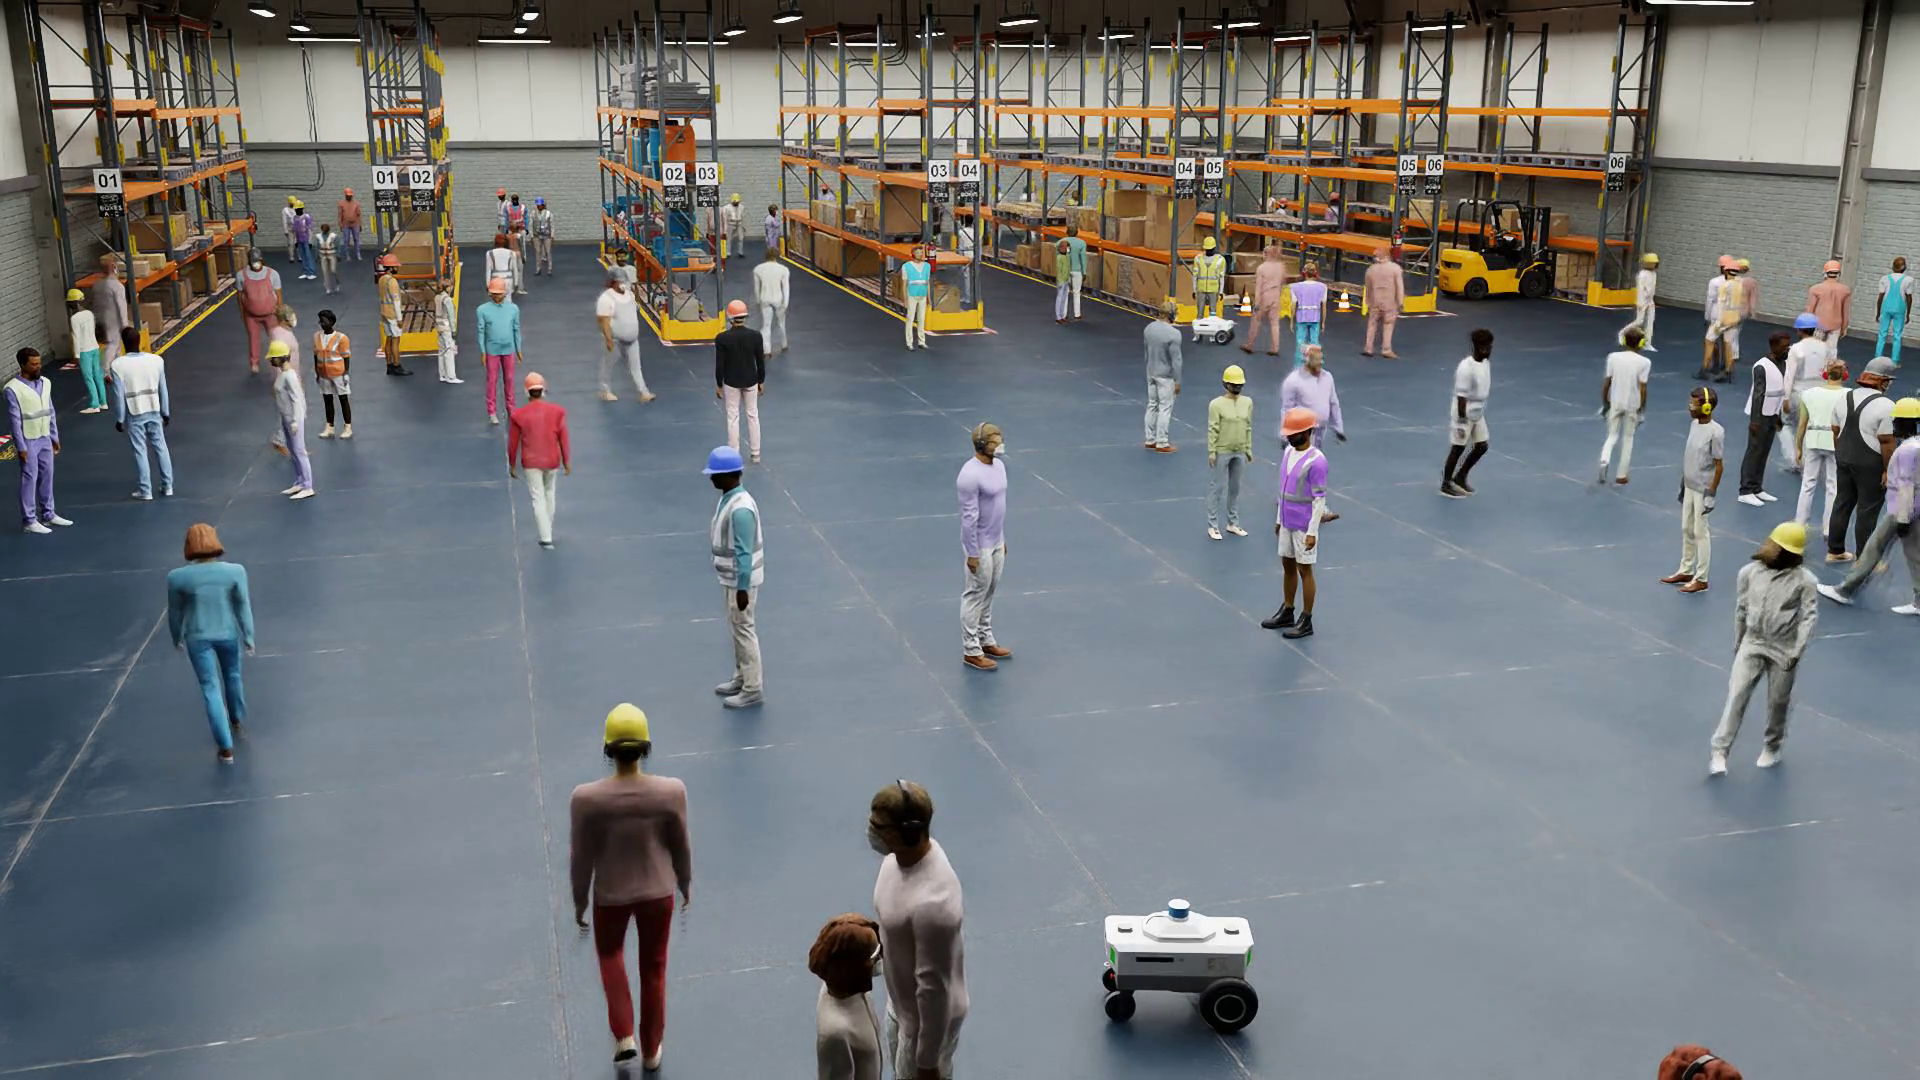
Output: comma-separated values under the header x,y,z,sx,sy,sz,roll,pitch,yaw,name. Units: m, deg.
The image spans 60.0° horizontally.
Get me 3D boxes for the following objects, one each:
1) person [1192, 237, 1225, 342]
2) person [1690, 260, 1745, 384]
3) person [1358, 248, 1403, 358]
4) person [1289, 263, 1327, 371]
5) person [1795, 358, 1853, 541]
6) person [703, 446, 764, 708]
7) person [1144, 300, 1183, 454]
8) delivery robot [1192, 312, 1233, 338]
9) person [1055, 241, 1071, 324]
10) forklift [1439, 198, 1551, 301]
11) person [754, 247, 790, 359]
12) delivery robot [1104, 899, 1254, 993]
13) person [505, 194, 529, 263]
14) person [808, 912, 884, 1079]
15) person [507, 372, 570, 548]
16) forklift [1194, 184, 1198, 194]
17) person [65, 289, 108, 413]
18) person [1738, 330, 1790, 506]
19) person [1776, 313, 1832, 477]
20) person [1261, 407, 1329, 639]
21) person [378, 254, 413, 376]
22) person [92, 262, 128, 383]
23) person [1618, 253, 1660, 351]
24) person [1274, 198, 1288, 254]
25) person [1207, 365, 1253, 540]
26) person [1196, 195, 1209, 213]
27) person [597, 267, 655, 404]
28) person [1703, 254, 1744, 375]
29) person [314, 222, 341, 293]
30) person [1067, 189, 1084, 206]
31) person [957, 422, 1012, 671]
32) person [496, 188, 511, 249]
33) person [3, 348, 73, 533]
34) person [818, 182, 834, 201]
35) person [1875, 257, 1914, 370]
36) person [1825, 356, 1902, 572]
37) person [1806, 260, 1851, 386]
x,y,z,sx,sy,sz,roll,pitch,yaw,name
4.534,-4.579,30.405,0.585,1.918,0.378,4,15,15,person
11.947,-3.429,26.111,0.579,1.895,0.811,-7,17,-26,person
7.297,-4.065,28.579,0.724,1.873,0.395,11,18,36,person
5.475,-3.425,26.189,0.564,1.850,0.390,0,15,2,person
8.700,-0.899,16.717,0.560,1.836,0.394,10,18,33,person
-1.639,0.265,12.145,0.420,1.939,0.620,-4,15,-16,person
2.538,-2.032,20.809,0.382,1.927,0.643,-10,18,-33,person
4.599,-3.896,30.266,0.707,0.478,0.477,6,16,22,delivery robot
2.050,-5.105,32.928,0.284,1.633,0.497,7,16,24,person
11.913,-6.508,37.130,2.313,2.155,1.214,-4,15,-15,forklift
-3.221,-4.095,28.658,0.638,1.885,1.037,1,15,3,person
1.058,1.992,8.108,0.707,0.478,0.477,0,15,2,delivery robot
-11.985,-8.415,44.985,0.621,1.844,0.429,-3,15,-12,person
-0.384,2.076,5.906,0.279,1.633,0.506,1,15,2,person
-4.241,-0.820,16.615,0.590,1.720,0.791,-9,17,-31,person
7.392,-11.333,53.972,1.873,2.768,1.129,-4,15,-15,forklift
-12.394,-2.673,23.542,0.338,1.757,0.518,1,15,2,person
8.848,-1.355,18.268,0.590,1.919,0.397,-12,19,-37,person
9.882,-1.696,19.534,0.630,1.925,0.458,-2,15,-9,person
2.766,-0.147,13.706,0.370,1.928,0.543,-6,16,-23,person
-9.095,-3.605,26.697,0.371,1.939,0.543,-13,20,-40,person
-13.403,-3.433,26.233,0.697,1.863,0.714,9,17,31,person
12.074,-4.218,29.400,0.495,1.726,0.636,-10,18,-33,person
8.679,-8.350,44.906,0.338,1.752,0.565,-1,15,-4,person
2.733,-0.886,16.800,0.532,1.768,0.311,-8,17,-26,person
7.032,-9.313,48.835,0.517,1.585,0.849,-7,17,-25,person
-4.942,-3.001,24.230,1.019,2.000,0.696,12,19,38,person
12.305,-3.641,26.862,0.583,1.918,0.497,1,15,2,person
-14.450,-6.453,38.017,0.534,1.624,0.368,-2,15,-6,person
3.334,-9.192,47.938,0.527,1.823,0.527,0,15,-2,person
0.198,0.038,12.991,0.372,1.940,0.630,6,16,23,person
-12.724,-8.834,46.406,0.545,1.927,0.391,12,19,38,person
-9.502,-1.026,17.063,0.396,1.910,0.587,2,15,9,person
-4.107,-9.747,49.856,0.639,1.911,0.557,8,17,27,person
15.335,-3.721,27.328,0.506,1.839,0.343,11,18,36,person
8.570,-0.732,15.690,0.537,2.000,0.679,-5,16,-17,person
13.172,-3.253,25.309,0.635,1.981,0.426,1,15,4,person
